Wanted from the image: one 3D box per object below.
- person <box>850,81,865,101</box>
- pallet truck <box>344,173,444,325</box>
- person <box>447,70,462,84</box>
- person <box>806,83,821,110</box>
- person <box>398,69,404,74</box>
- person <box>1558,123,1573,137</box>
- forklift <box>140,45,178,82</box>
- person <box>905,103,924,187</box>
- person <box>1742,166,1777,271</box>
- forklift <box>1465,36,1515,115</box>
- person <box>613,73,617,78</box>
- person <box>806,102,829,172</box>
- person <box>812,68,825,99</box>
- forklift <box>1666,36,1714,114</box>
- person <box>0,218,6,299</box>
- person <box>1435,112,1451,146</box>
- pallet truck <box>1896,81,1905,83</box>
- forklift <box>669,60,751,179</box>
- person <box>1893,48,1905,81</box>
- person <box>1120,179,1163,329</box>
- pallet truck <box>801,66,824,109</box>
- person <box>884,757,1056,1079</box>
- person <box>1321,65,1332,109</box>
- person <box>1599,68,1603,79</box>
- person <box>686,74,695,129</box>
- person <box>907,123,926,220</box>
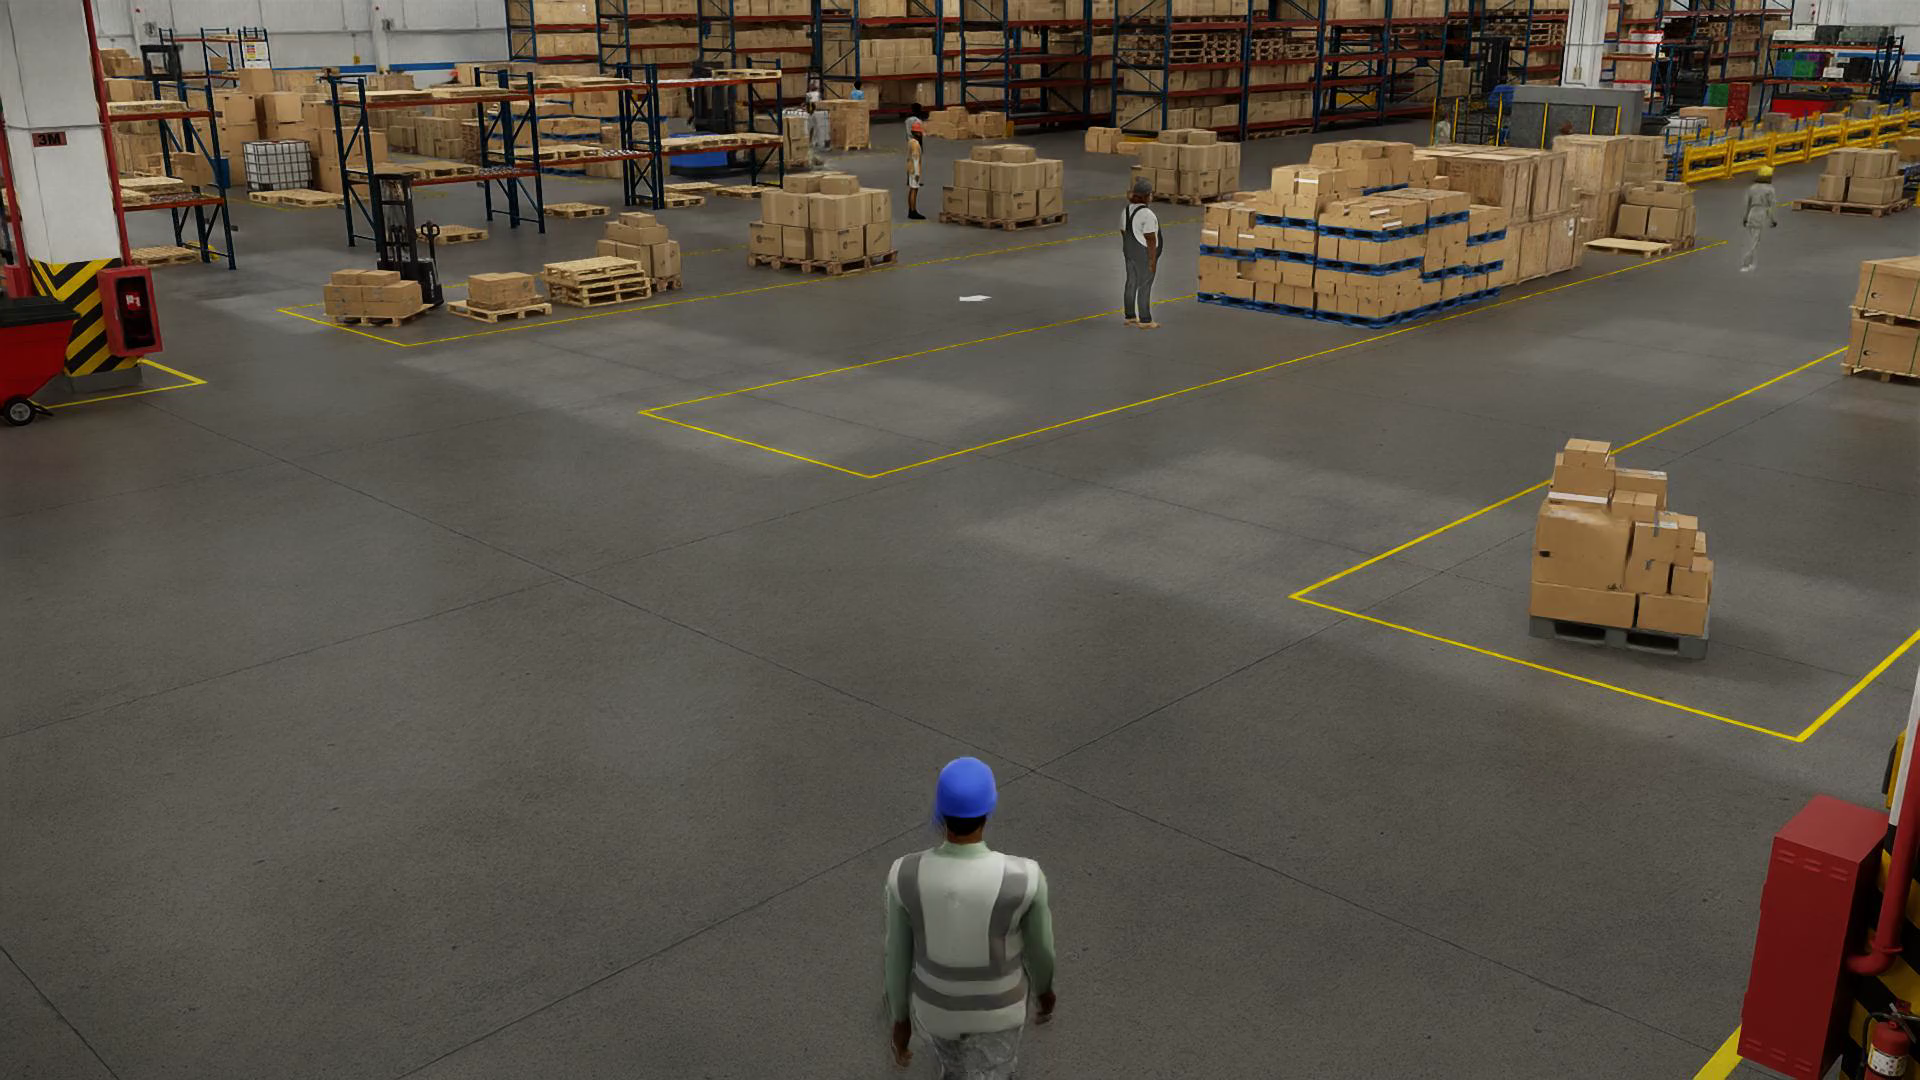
[{"bbox_3d":[-3.272,-13.848,53.359,0.532,1.693,0.319,10,21,28],"label":"person"},{"bbox_3d":[-8.209,-4.181,23.757,0.823,1.965,1.885,3,19,9],"label":"pallet truck"},{"bbox_3d":[-16.810,-14.662,55.431,1.032,1.948,0.640,11,21,30],"label":"person"},{"bbox_3d":[-4.669,-13.801,53.314,0.530,1.623,0.499,-9,20,-25],"label":"person"},{"bbox_3d":[-19.197,-15.262,57.316,1.000,1.895,0.642,10,21,28],"label":"person"},{"bbox_3d":[13.810,-8.728,38.072,0.536,1.598,0.730,-16,24,-40],"label":"person"},{"bbox_3d":[-25.308,-14.292,52.842,1.129,2.768,1.873,-3,19,-9],"label":"forklift"},{"bbox_3d":[-1.065,-9.374,39.473,0.373,1.958,0.601,-13,22,-34],"label":"person"},{"bbox_3d":[13.368,-5.354,27.737,0.716,1.718,0.497,-9,20,-26],"label":"person"},{"bbox_3d":[19.973,-17.201,61.605,1.873,2.768,1.129,16,24,40],"label":"forklift"},{"bbox_3d":[-11.033,-14.056,53.617,0.629,1.931,0.374,3,19,10],"label":"person"},{"bbox_3d":[-3.616,-9.958,41.394,0.487,1.855,0.521,1,18,3],"label":"person"},{"bbox_3d":[-5.147,-16.453,60.976,0.429,1.844,0.626,12,22,33],"label":"person"},{"bbox_3d":[27.341,-17.291,61.877,1.129,2.768,1.873,17,25,41],"label":"forklift"},{"bbox_3d":[-14.243,-4.318,24.308,0.567,1.905,0.603,11,21,30],"label":"person"},{"bbox_3d":[11.939,-9.740,41.084,0.531,1.624,0.370,-17,25,-41],"label":"person"},{"bbox_3d":[34.802,-16.331,61.455,0.653,1.274,1.630,17,25,41],"label":"pallet truck"},{"bbox_3d":[-6.259,-10.496,41.406,1.129,2.768,1.873,17,25,41],"label":"forklift"},{"bbox_3d":[45.425,-22.865,80.430,0.327,1.753,0.560,4,19,11],"label":"person"},{"bbox_3d":[2.540,-3.958,23.019,0.538,2.000,0.684,-10,21,-28],"label":"person"},{"bbox_3d":[-4.812,-15.182,56.903,0.823,1.965,1.885,-9,21,-26],"label":"pallet truck"},{"bbox_3d":[0.030,1.711,6.177,0.598,1.902,1.021,6,19,17],"label":"person"},{"bbox_3d":[13.829,-16.952,62.597,0.533,1.768,0.310,13,22,33],"label":"person"},{"bbox_3d":[21.457,-14.920,56.130,0.626,1.995,1.038,-17,25,-41],"label":"person"},{"bbox_3d":[-8.774,-14.420,54.751,0.682,1.903,0.594,11,21,29],"label":"person"},{"bbox_3d":[-0.898,-7.525,33.932,0.375,1.934,0.547,-3,19,-10],"label":"person"}]
